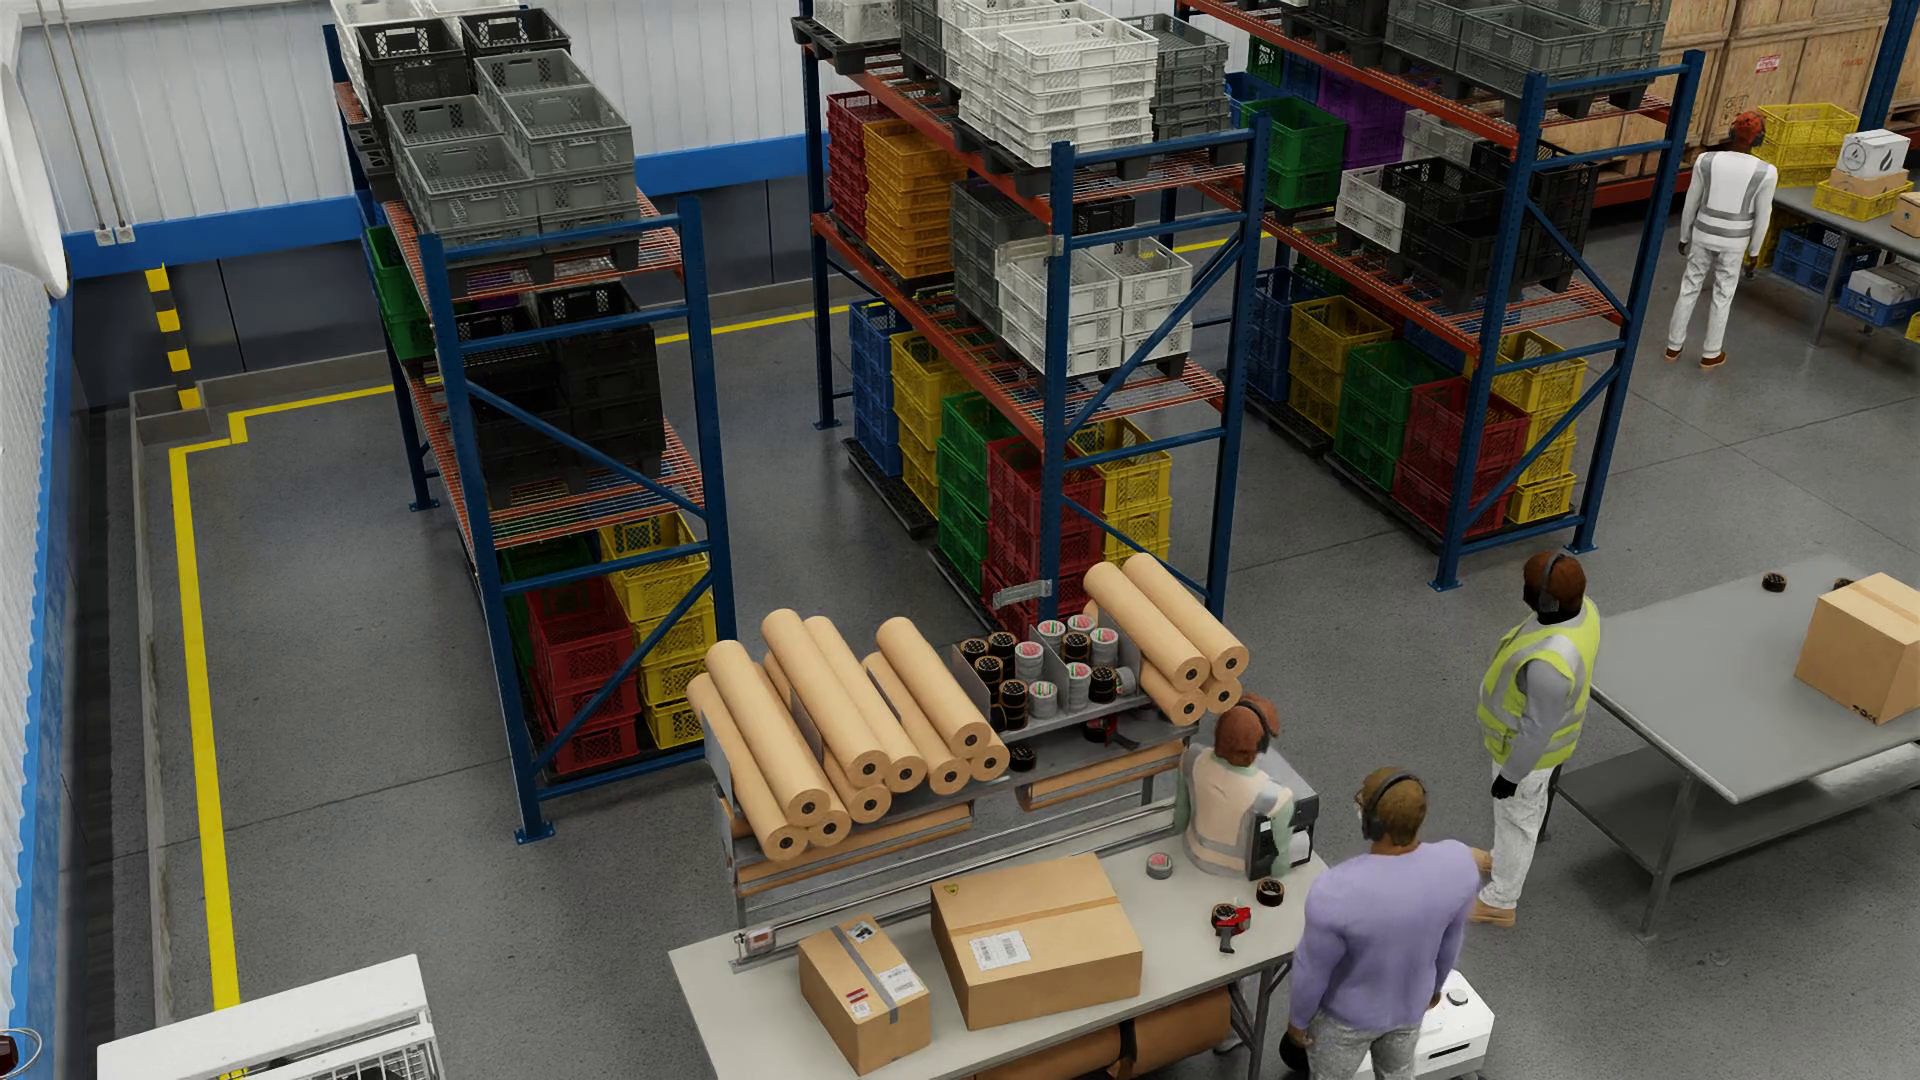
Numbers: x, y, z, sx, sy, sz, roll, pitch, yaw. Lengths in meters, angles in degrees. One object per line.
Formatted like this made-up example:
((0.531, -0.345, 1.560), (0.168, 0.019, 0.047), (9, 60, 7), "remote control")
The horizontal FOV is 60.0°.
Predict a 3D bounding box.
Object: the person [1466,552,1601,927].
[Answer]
((2.404, 0.846, 7.090), (0.429, 1.837, 0.621), (16, 35, 24), "person")

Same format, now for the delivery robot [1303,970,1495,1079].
((1.701, 1.919, 6.472), (0.707, 0.478, 0.477), (-11, 33, -17), "delivery robot")

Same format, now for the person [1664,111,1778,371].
((5.429, -2.129, 11.876), (0.579, 1.883, 0.352), (22, 38, 31), "person")

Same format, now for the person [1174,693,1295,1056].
((1.041, 1.312, 6.527), (0.517, 1.627, 0.325), (25, 40, 35), "person")

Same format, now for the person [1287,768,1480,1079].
((1.428, 1.594, 5.790), (0.637, 1.926, 0.369), (-10, 33, -15), "person")
